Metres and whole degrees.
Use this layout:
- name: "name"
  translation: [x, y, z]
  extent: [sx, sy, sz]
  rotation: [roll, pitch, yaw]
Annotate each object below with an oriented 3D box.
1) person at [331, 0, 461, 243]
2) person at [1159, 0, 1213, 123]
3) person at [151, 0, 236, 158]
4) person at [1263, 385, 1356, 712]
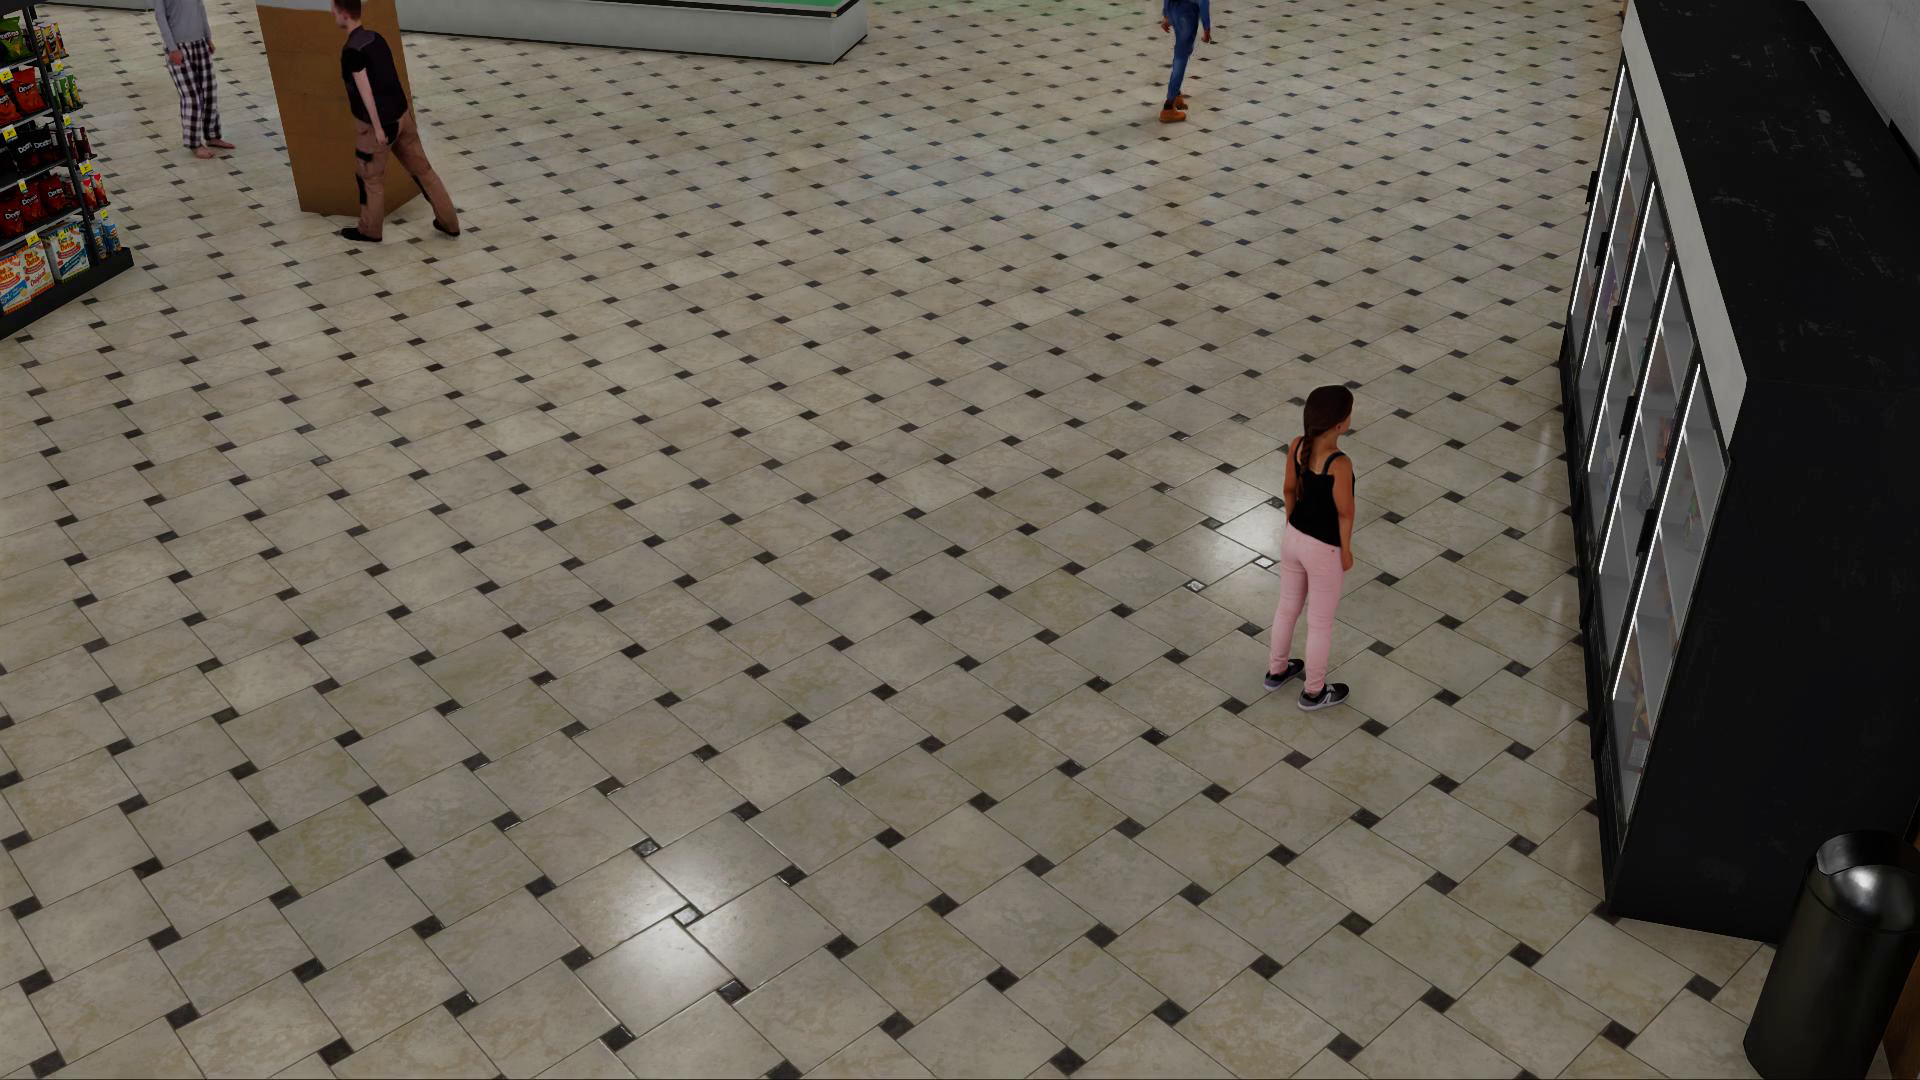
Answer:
- name: "person"
  translation: [-4.018, -2.965, 11.833]
  extent: [1.068, 1.786, 0.752]
  rotation: [6, 32, 9]
- name: "person"
  translation: [1.837, -4.421, 14.254]
  extent: [0.830, 1.701, 0.766]
  rotation: [-19, 36, -27]
- name: "person"
  translation: [-6.336, -4.077, 13.565]
  extent: [0.639, 1.845, 0.678]
  rotation: [13, 34, 20]
- name: "person"
  translation: [1.542, 0.031, 7.228]
  extent: [0.677, 1.566, 0.604]
  rotation: [-22, 38, -31]
